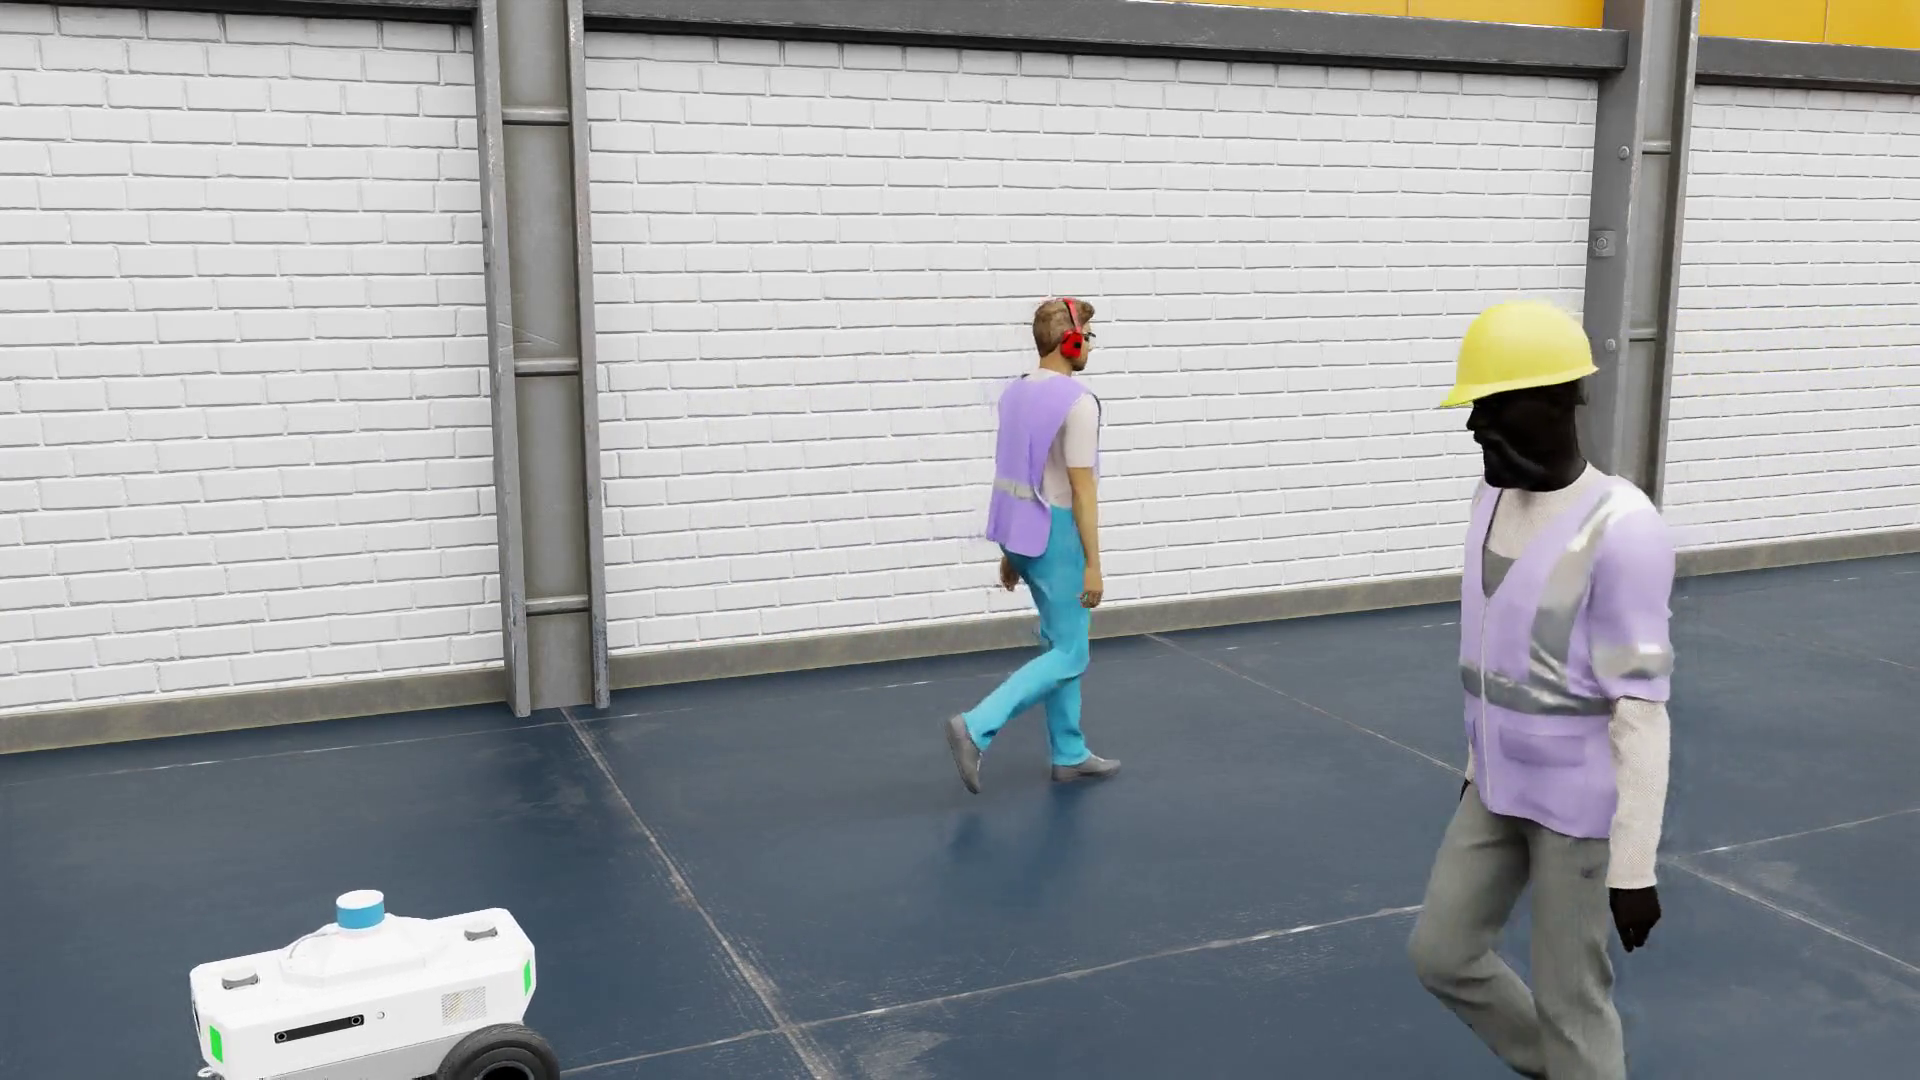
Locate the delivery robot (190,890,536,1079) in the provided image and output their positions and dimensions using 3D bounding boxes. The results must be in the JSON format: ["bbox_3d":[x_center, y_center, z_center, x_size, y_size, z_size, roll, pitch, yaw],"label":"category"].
[{"bbox_3d":[-1.338,1.033,3.746,0.707,0.478,0.477,-6,12,-29],"label":"delivery robot"}]

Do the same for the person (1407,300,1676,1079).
[{"bbox_3d":[1.131,0.495,3.241,0.443,1.901,0.698,-2,11,-12],"label":"person"}]

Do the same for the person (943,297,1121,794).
[{"bbox_3d":[0.268,0.038,6.003,0.723,1.815,0.583,-5,11,-25],"label":"person"}]
